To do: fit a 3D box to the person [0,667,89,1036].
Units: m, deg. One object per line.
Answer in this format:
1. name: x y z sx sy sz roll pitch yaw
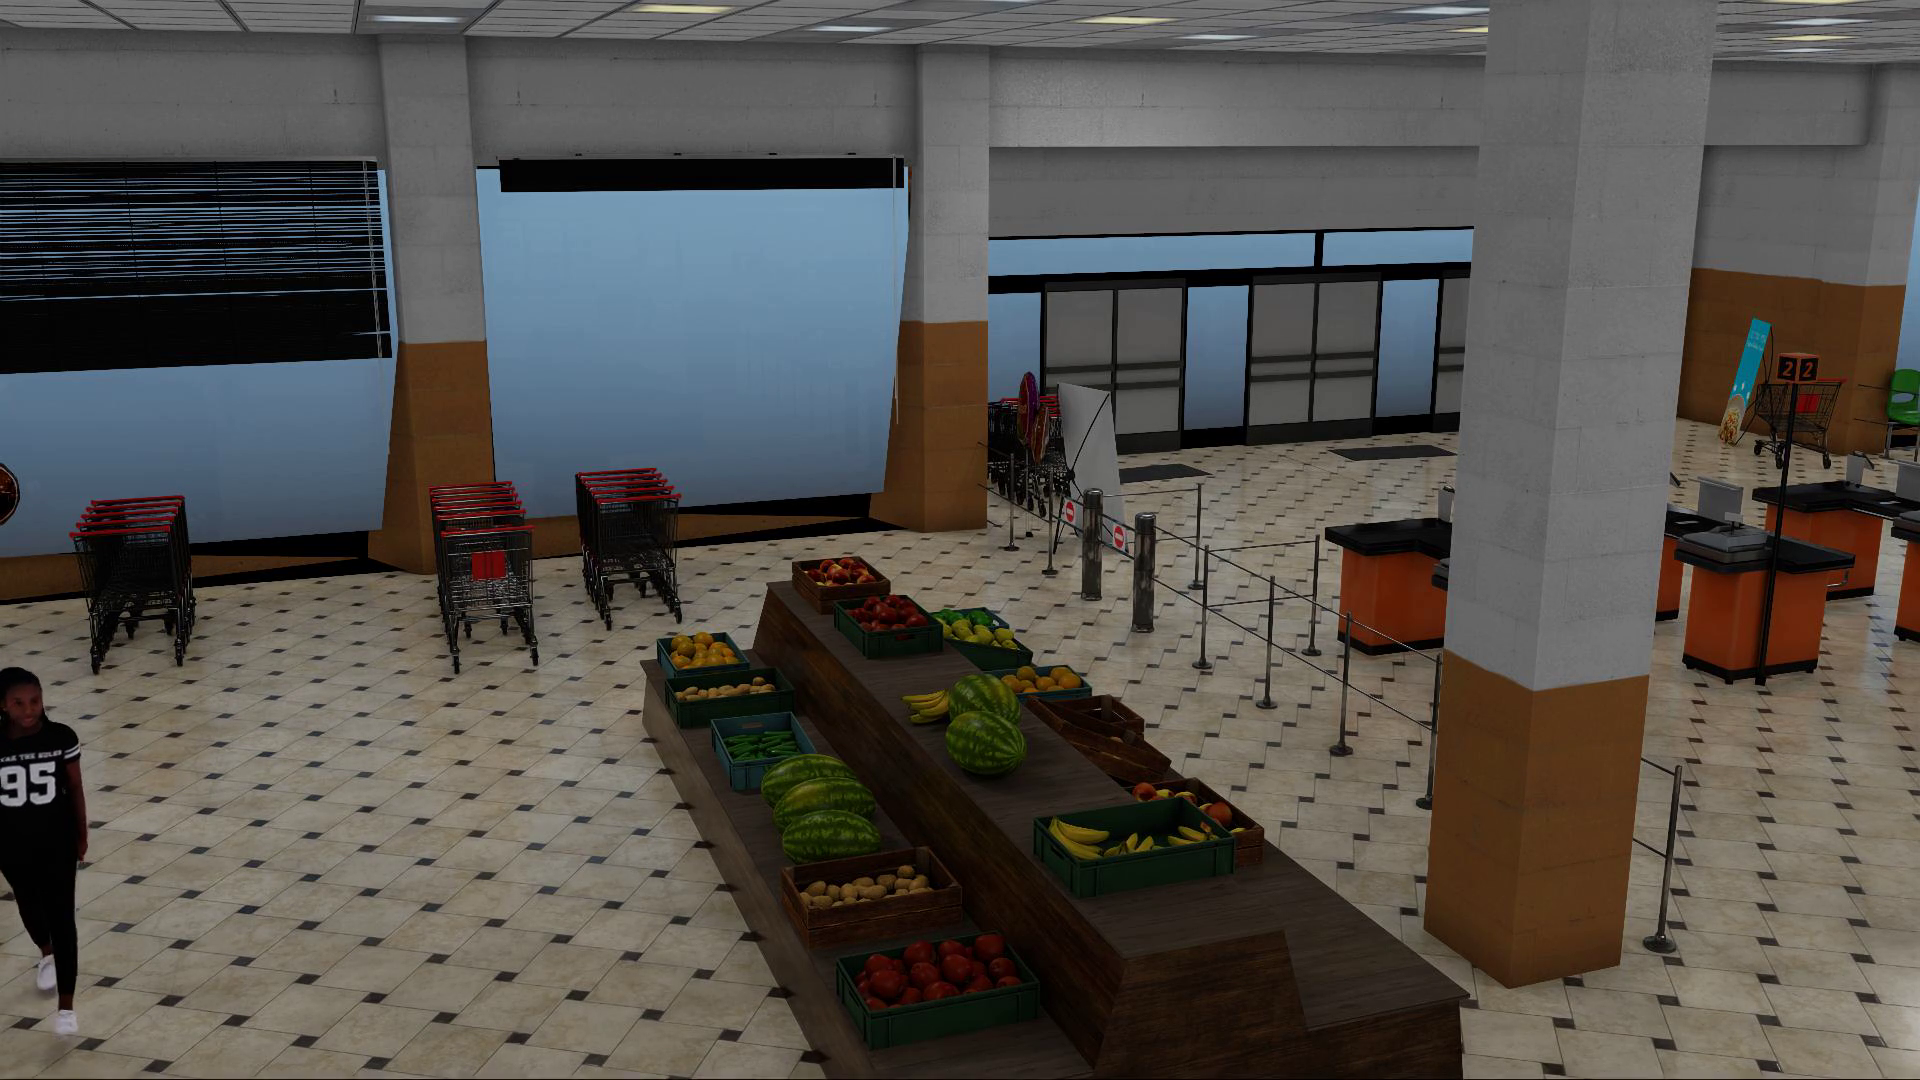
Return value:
1. person: -4.396 1.443 7.894 0.722 1.674 1.225 -7 15 -25
